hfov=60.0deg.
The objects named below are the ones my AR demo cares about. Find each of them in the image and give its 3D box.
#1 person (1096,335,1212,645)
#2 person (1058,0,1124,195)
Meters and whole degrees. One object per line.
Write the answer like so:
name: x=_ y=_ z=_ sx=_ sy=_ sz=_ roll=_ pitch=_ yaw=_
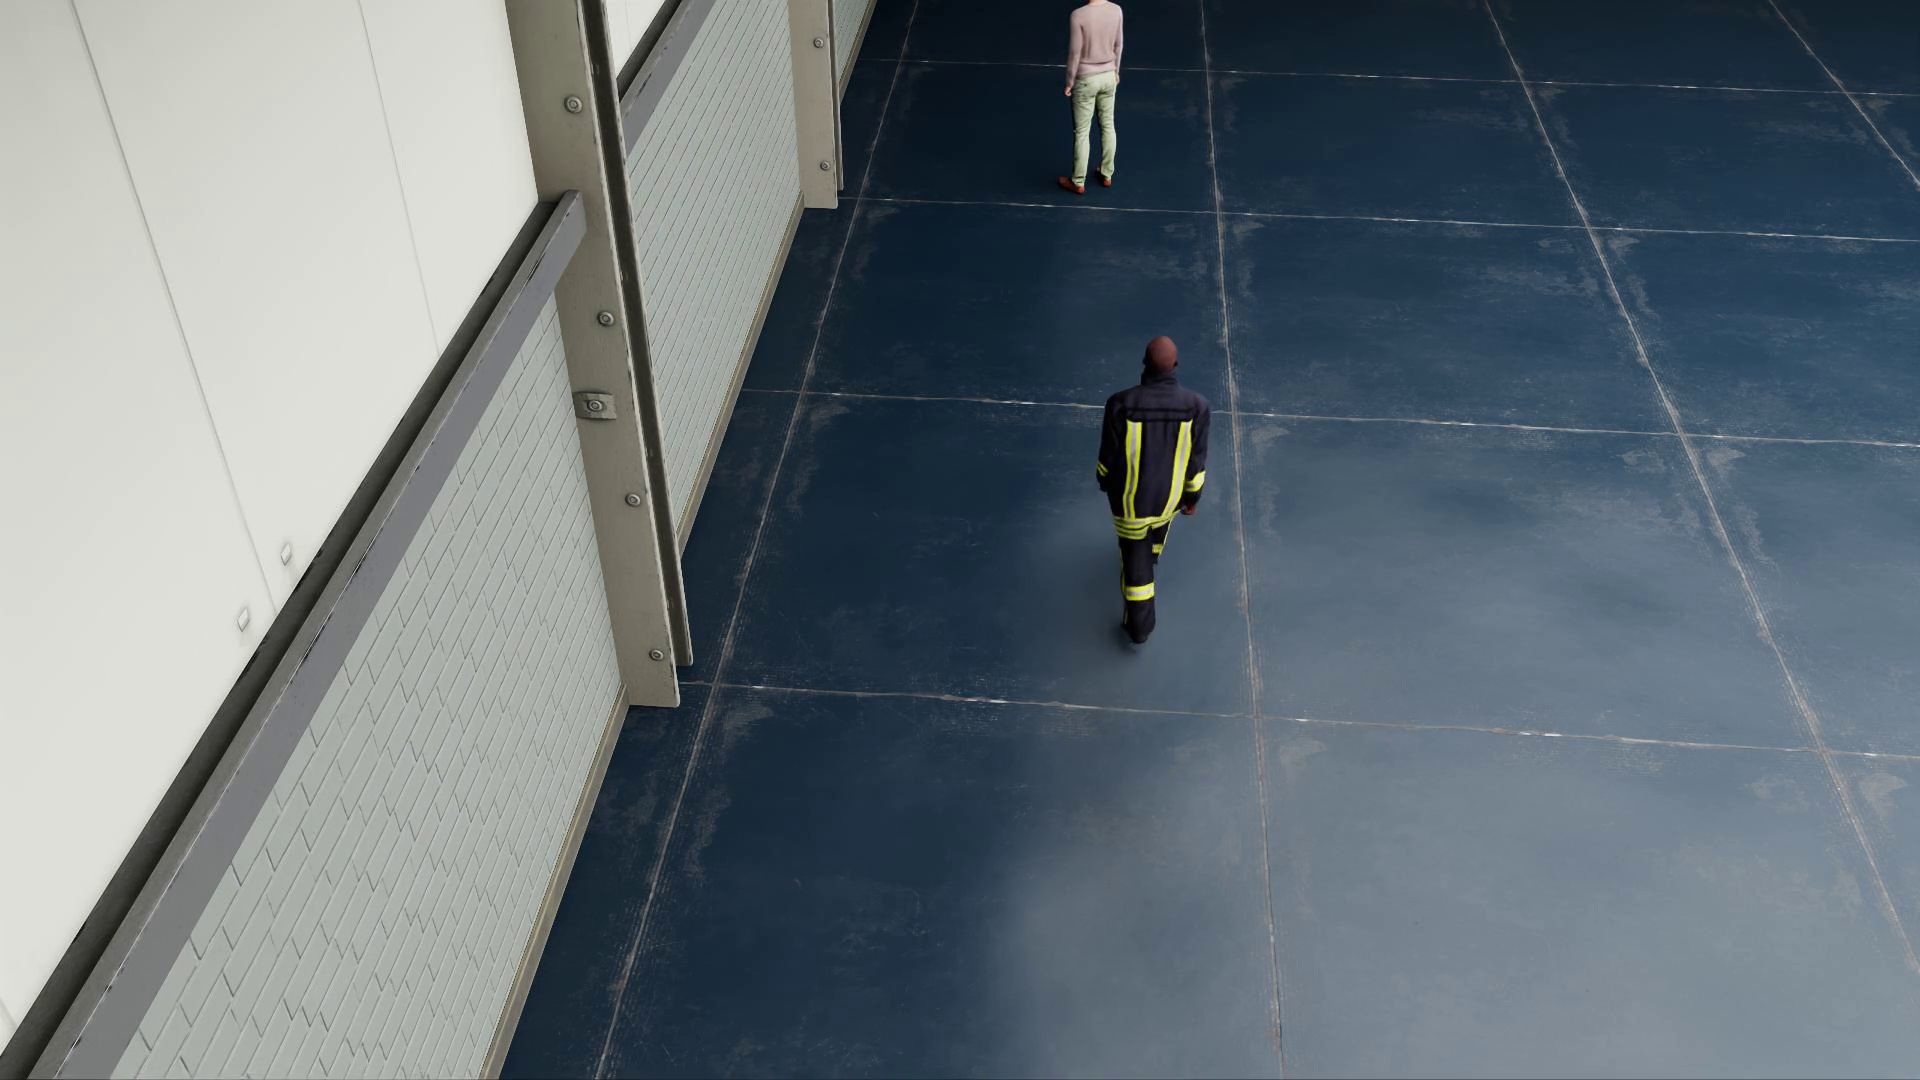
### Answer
person: x=1.054 y=-0.263 z=9.205 sx=0.848 sy=1.781 sz=1.257 roll=-1 pitch=38 yaw=-2
person: x=1.095 y=-3.748 z=13.584 sx=0.773 sy=1.875 sz=0.790 roll=-18 pitch=41 yaw=-21
